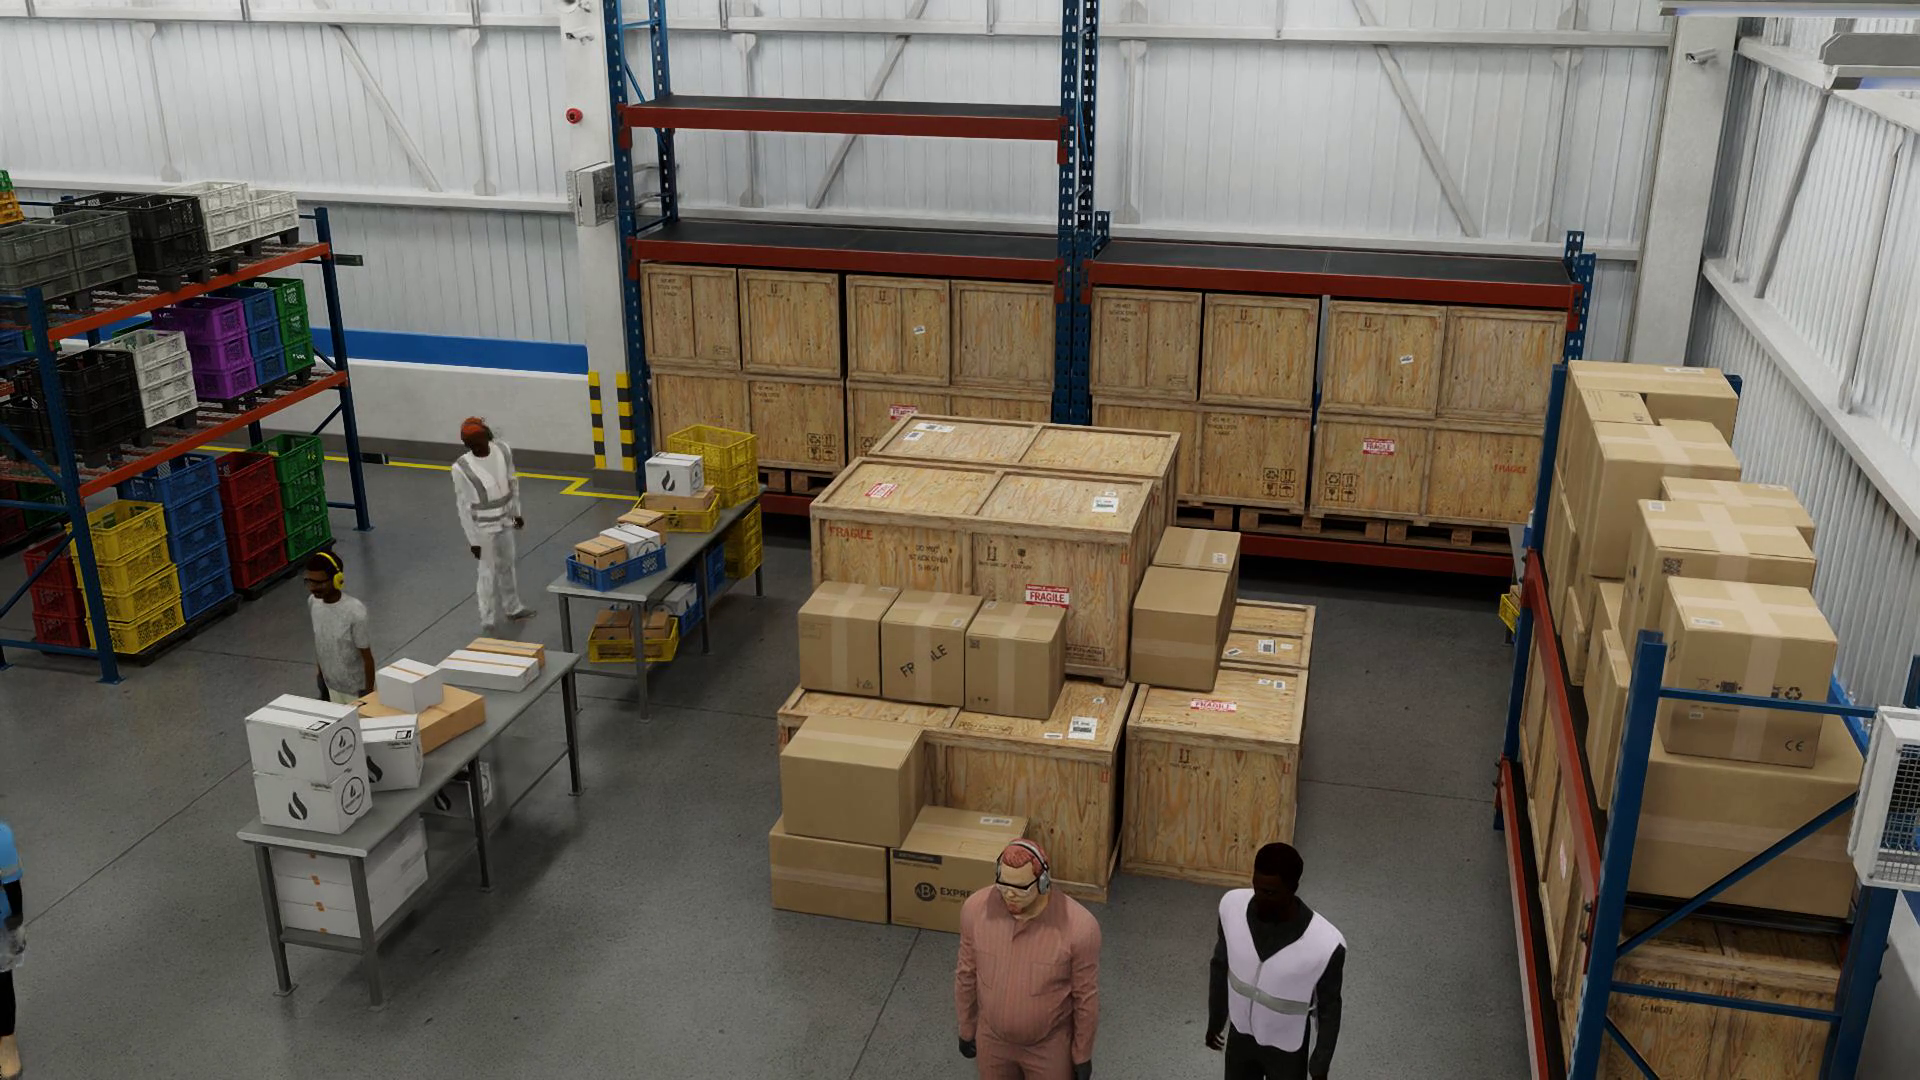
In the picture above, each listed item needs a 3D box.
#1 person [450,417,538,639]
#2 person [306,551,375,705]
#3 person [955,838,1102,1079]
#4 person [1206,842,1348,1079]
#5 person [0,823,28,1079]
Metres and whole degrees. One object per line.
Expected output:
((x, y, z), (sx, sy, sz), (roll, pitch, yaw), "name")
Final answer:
((-3.662, -0.132, 13.169), (0.342, 1.861, 0.758), (11, 24, 27), "person")
((-3.828, 0.931, 10.372), (0.512, 1.860, 0.324), (12, 24, 28), "person")
((0.273, 2.134, 7.169), (0.647, 1.901, 0.402), (8, 22, 21), "person")
((1.338, 2.128, 7.153), (0.591, 1.915, 0.379), (16, 26, 36), "person")
((-4.816, 1.889, 8.110), (0.532, 1.678, 0.401), (-11, 24, -27), "person")
